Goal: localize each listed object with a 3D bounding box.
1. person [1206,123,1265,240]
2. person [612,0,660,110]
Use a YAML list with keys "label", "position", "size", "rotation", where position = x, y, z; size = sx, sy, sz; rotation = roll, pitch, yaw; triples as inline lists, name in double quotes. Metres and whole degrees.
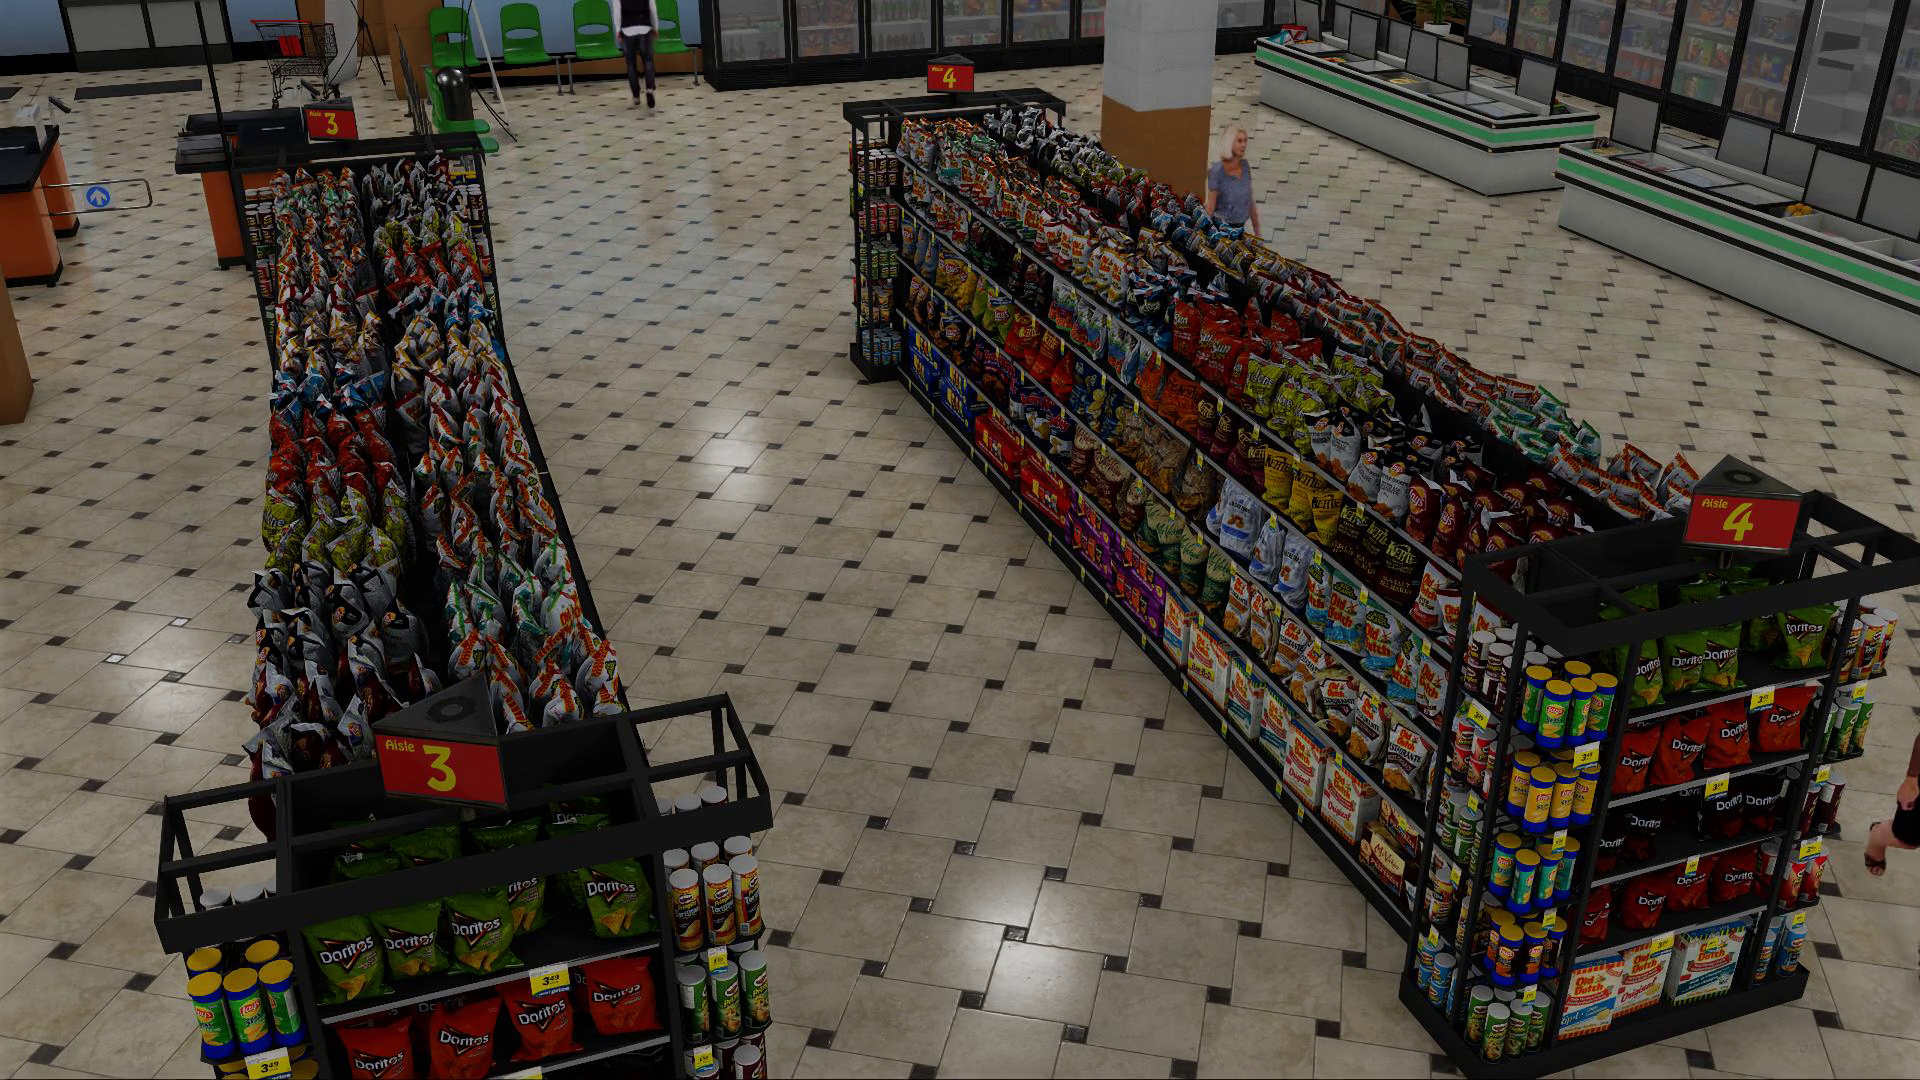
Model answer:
- label: "person"
  position: [2.053, -2.455, 13.228]
  size: [0.844, 1.687, 1.103]
  rotation: [-23, 35, -38]
- label: "person"
  position: [-3.981, -6.226, 20.542]
  size: [0.769, 1.798, 1.161]
  rotation: [-6, 28, -12]
